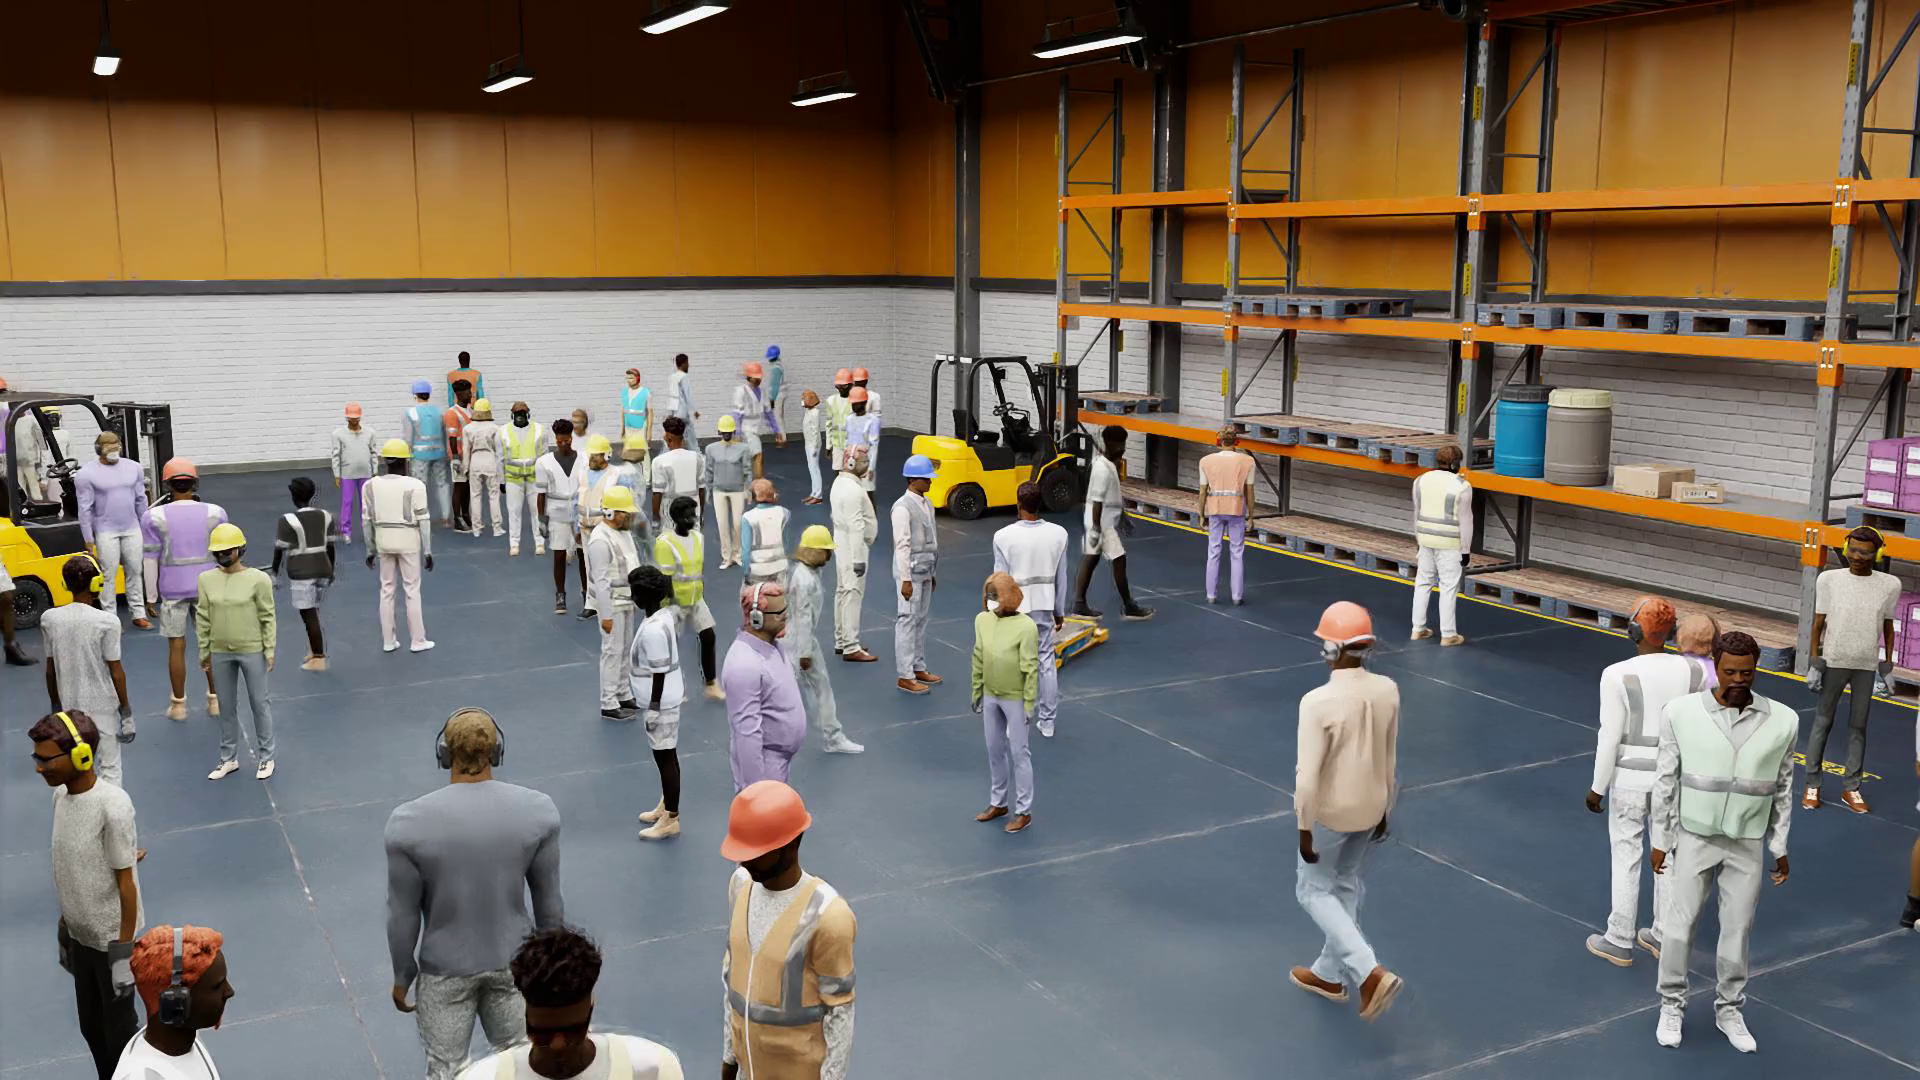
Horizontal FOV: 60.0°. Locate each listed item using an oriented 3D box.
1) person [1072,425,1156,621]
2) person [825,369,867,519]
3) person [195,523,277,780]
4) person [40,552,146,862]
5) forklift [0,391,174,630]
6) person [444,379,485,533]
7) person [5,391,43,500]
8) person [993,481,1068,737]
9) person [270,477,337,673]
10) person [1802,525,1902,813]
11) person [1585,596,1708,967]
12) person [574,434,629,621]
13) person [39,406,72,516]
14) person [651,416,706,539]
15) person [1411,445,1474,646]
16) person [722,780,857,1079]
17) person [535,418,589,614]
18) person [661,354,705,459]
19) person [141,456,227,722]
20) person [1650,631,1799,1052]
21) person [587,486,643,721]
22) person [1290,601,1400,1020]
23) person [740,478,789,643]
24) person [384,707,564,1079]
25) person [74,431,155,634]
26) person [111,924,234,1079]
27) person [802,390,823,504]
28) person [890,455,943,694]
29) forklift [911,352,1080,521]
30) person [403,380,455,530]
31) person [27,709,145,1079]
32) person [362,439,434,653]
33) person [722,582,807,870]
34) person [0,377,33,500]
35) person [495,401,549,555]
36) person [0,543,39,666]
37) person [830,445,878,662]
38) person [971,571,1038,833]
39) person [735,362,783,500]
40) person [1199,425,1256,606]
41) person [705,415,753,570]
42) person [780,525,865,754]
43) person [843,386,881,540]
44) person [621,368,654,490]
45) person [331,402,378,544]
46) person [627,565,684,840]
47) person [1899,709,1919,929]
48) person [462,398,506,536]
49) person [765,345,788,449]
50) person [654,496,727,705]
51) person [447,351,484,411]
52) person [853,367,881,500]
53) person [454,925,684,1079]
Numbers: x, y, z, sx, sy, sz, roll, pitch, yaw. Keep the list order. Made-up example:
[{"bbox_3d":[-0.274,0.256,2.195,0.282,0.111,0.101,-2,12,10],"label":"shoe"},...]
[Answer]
[{"bbox_3d":[1.518,-0.160,16.118,0.916,1.912,0.600,0,10,2],"label":"person"},{"bbox_3d":[-1.535,-1.271,22.212,0.610,2.035,0.410,5,11,25],"label":"person"},{"bbox_3d":[-4.910,0.758,11.289,0.533,1.768,0.310,0,10,0],"label":"person"},{"bbox_3d":[-5.038,0.999,9.644,0.512,1.862,0.322,2,10,10],"label":"person"},{"bbox_3d":[-9.026,-0.363,16.508,1.214,2.155,2.313,6,11,29],"label":"forklift"},{"bbox_3d":[-6.355,-1.085,21.320,0.366,1.967,0.603,1,10,7],"label":"person"},{"bbox_3d":[-11.601,-0.917,20.630,0.521,1.873,0.336,2,10,10],"label":"person"},{"bbox_3d":[0.511,0.522,12.217,0.591,1.917,0.392,-4,11,-22],"label":"person"},{"bbox_3d":[-5.615,0.296,14.214,0.559,1.669,0.544,4,11,24],"label":"person"},{"bbox_3d":[5.710,0.823,10.642,0.521,1.864,0.335,3,10,16],"label":"person"},{"bbox_3d":[3.436,1.209,8.357,0.573,1.883,0.354,-2,10,-11],"label":"person"},{"bbox_3d":[-3.490,-0.113,16.110,0.590,1.835,0.404,4,11,21],"label":"person"},{"bbox_3d":[-10.861,-0.753,19.979,0.303,1.772,0.522,1,10,4],"label":"person"},{"bbox_3d":[-2.798,-0.249,16.539,0.607,1.957,0.375,-9,13,-41],"label":"person"},{"bbox_3d":[4.427,0.042,15.237,0.431,1.835,0.621,-8,12,-37],"label":"person"},{"bbox_3d":[-0.591,1.700,5.400,0.543,1.928,0.373,8,13,39],"label":"person"},{"bbox_3d":[-3.881,-0.239,16.495,0.618,1.953,0.386,-3,10,-18],"label":"person"},{"bbox_3d":[-4.660,-2.191,27.986,0.968,1.874,0.600,-4,11,-21],"label":"person"},{"bbox_3d":[-5.911,0.376,12.740,0.611,2.032,0.411,-7,12,-34],"label":"person"},{"bbox_3d":[3.420,1.341,7.493,0.597,1.918,0.383,2,10,9],"label":"person"},{"bbox_3d":[-2.629,0.480,12.744,0.403,1.818,0.606,1,10,7],"label":"person"},{"bbox_3d":[1.825,1.269,7.750,0.621,1.975,0.695,-6,11,-30],"label":"person"},{"bbox_3d":[-1.729,0.260,14.584,0.508,1.620,0.480,-7,12,-36],"label":"person"},{"bbox_3d":[-1.785,1.568,6.175,0.635,1.928,0.381,-5,11,-27],"label":"person"},{"bbox_3d":[-7.924,-0.071,15.608,0.381,1.927,0.641,8,12,37],"label":"person"},{"bbox_3d":[-2.022,1.909,4.341,0.359,1.880,0.577,-3,10,-16],"label":"person"},{"bbox_3d":[-2.109,-1.324,23.685,0.278,1.628,0.505,-3,10,-17],"label":"person"},{"bbox_3d":[-0.356,0.269,13.583,0.391,1.948,0.605,3,10,18],"label":"person"},{"bbox_3d":[0.460,-1.461,22.833,2.313,2.155,1.214,-5,11,-28],"label":"forklift"},{"bbox_3d":[-6.847,-1.079,21.436,0.699,1.934,0.443,-7,12,-36],"label":"person"},{"bbox_3d":[-3.348,1.559,6.435,0.527,1.857,0.343,7,12,35],"label":"person"},{"bbox_3d":[-5.029,0.055,14.894,0.633,1.918,0.402,1,10,3],"label":"person"},{"bbox_3d":[-0.994,1.156,8.595,0.409,1.907,0.651,1,10,3],"label":"person"},{"bbox_3d":[-13.091,-1.309,22.844,0.973,1.894,0.557,3,10,15],"label":"person"},{"bbox_3d":[-5.157,-0.726,19.658,0.619,1.836,0.431,-3,10,-16],"label":"person"},{"bbox_3d":[-8.532,0.161,14.358,0.927,1.908,0.550,2,10,10],"label":"person"},{"bbox_3d":[-0.919,0.109,14.634,0.400,1.903,0.645,-2,10,-14],"label":"person"},{"bbox_3d":[0.269,0.992,10.353,0.506,1.623,0.296,9,13,41],"label":"person"},{"bbox_3d":[-2.928,-1.548,23.852,0.822,2.003,0.668,5,11,25],"label":"person"},{"bbox_3d":[2.698,-0.242,16.852,0.560,1.836,0.392,2,10,13],"label":"person"},{"bbox_3d":[-2.613,-0.544,18.834,0.531,1.753,0.409,0,10,-2],"label":"person"},{"bbox_3d":[-1.144,0.717,11.769,0.853,1.682,0.498,0,10,2],"label":"person"},{"bbox_3d":[-1.236,-0.931,20.538,0.546,1.935,0.386,7,12,36],"label":"person"},{"bbox_3d":[-4.842,-1.658,24.980,0.572,1.840,0.373,5,11,28],"label":"person"},{"bbox_3d":[-7.423,-0.829,20.466,0.569,1.747,0.340,-8,13,-38],"label":"person"},{"bbox_3d":[-1.856,0.986,10.190,0.322,1.692,0.531,-1,10,-6],"label":"person"},{"bbox_3d":[5.252,1.143,8.629,0.390,1.923,0.552,-6,11,-31],"label":"person"},{"bbox_3d":[-5.999,-0.913,20.977,0.492,1.742,0.320,-1,10,-4],"label":"person"},{"bbox_3d":[-3.345,-2.609,30.333,0.387,1.895,0.700,-1,10,-4],"label":"person"},{"bbox_3d":[-2.100,0.497,13.043,0.688,1.671,0.545,8,12,37],"label":"person"},{"bbox_3d":[-8.283,-2.204,27.924,0.588,1.913,0.391,-1,10,-7],"label":"person"},{"bbox_3d":[-1.405,-1.515,23.883,0.547,1.937,0.379,2,10,10],"label":"person"},{"bbox_3d":[-0.955,1.910,4.189,0.609,1.933,0.786,-3,10,-19],"label":"person"}]
